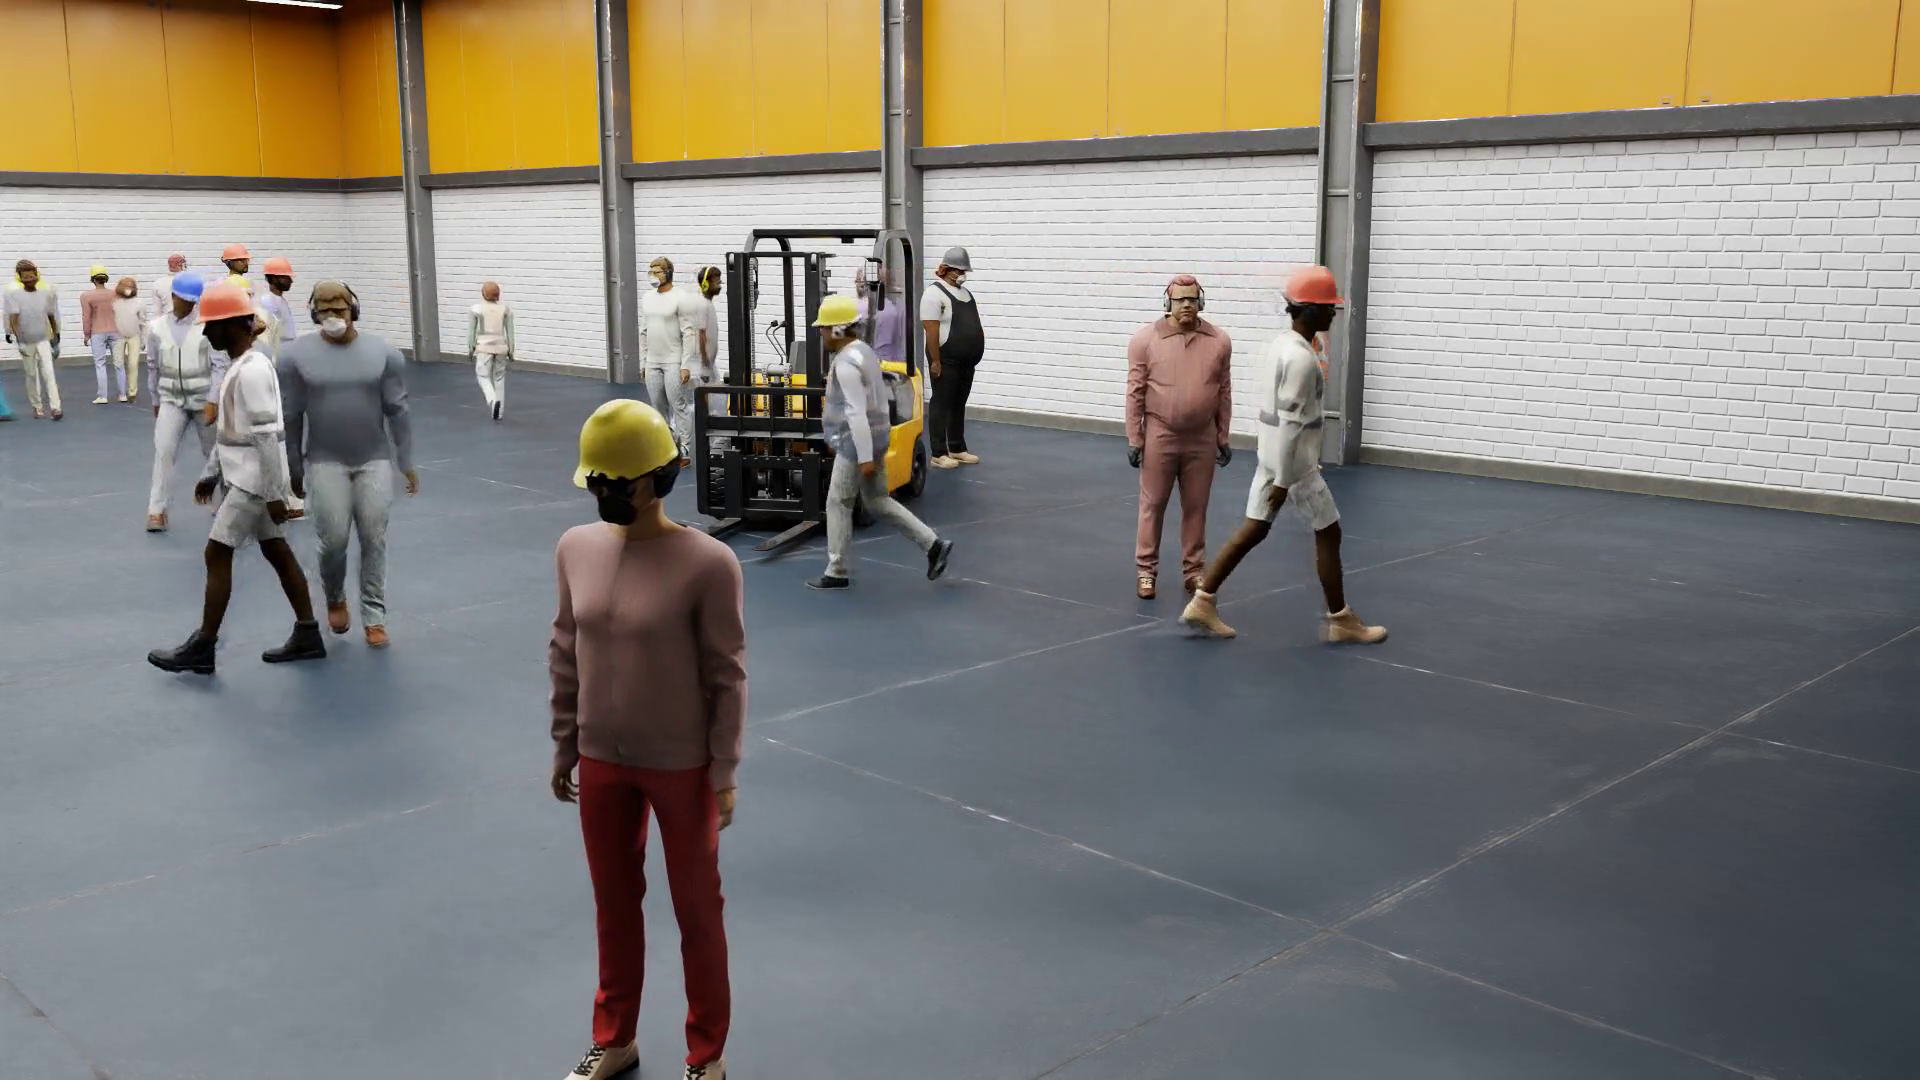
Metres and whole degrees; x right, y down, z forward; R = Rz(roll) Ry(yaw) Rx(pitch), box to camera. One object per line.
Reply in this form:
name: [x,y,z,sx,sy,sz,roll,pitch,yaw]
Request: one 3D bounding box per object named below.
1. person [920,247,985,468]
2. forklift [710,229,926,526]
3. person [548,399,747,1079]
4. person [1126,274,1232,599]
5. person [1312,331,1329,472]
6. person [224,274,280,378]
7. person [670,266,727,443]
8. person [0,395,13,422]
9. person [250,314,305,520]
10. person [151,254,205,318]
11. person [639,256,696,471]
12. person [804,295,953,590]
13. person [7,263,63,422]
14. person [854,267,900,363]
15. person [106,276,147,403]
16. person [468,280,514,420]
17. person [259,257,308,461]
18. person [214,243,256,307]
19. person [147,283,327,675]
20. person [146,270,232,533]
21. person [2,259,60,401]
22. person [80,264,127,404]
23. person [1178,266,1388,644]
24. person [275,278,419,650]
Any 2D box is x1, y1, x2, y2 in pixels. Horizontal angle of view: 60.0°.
person: [-0.030,-1.698,15.402,0.537,2.000,0.679,6,12,31]
forklift: [-1.050,-1.319,12.920,1.214,2.155,2.313,2,11,13]
person: [-0.764,0.535,4.004,0.523,1.759,0.334,4,11,21]
person: [1.297,-0.599,9.778,0.648,1.907,0.401,-2,11,-9]
person: [3.125,-1.422,14.860,0.319,1.690,0.531,4,11,20]
person: [-6.182,-1.422,14.573,0.763,1.804,0.598,9,14,40]
person: [-2.516,-1.719,16.065,0.754,1.844,0.525,0,10,-2]
person: [-11.237,-2.169,18.698,0.986,1.783,0.554,-8,13,-36]
person: [-5.239,-0.916,12.326,0.683,1.601,0.516,-4,11,-19]
person: [-9.602,-2.577,20.576,0.637,1.904,0.403,-3,11,-18]
person: [-2.678,-1.603,15.163,0.631,1.939,0.370,7,12,33]
person: [-0.494,-0.568,9.956,0.823,1.797,0.607,2,11,10]
person: [-10.601,-2.257,19.095,0.499,1.805,1.019,-7,13,-34]
person: [-0.757,-1.509,14.881,0.986,1.864,0.633,4,11,23]
person: [-10.630,-2.555,21.219,0.511,1.617,0.370,-6,12,-30]
person: [-5.340,-2.153,19.024,0.517,1.620,0.627,-6,12,-28]
person: [-6.371,-1.690,15.661,0.381,1.930,0.543,-2,11,-12]
person: [-7.825,-2.202,18.133,0.365,2.048,0.608,2,11,9]
person: [-3.605,-0.290,8.133,0.927,1.890,0.557,-4,11,-22]
person: [-5.662,-1.041,12.258,0.612,1.895,0.939,-1,10,-5]
person: [-11.960,-2.694,21.427,0.646,1.823,0.456,-9,13,-39]
person: [-10.859,-2.606,21.106,0.313,1.769,0.525,9,14,40]
person: [1.672,-0.424,8.635,1.078,1.993,0.605,-1,10,-3]
person: [-3.153,-0.385,8.598,0.644,1.923,0.479,-5,12,-27]
